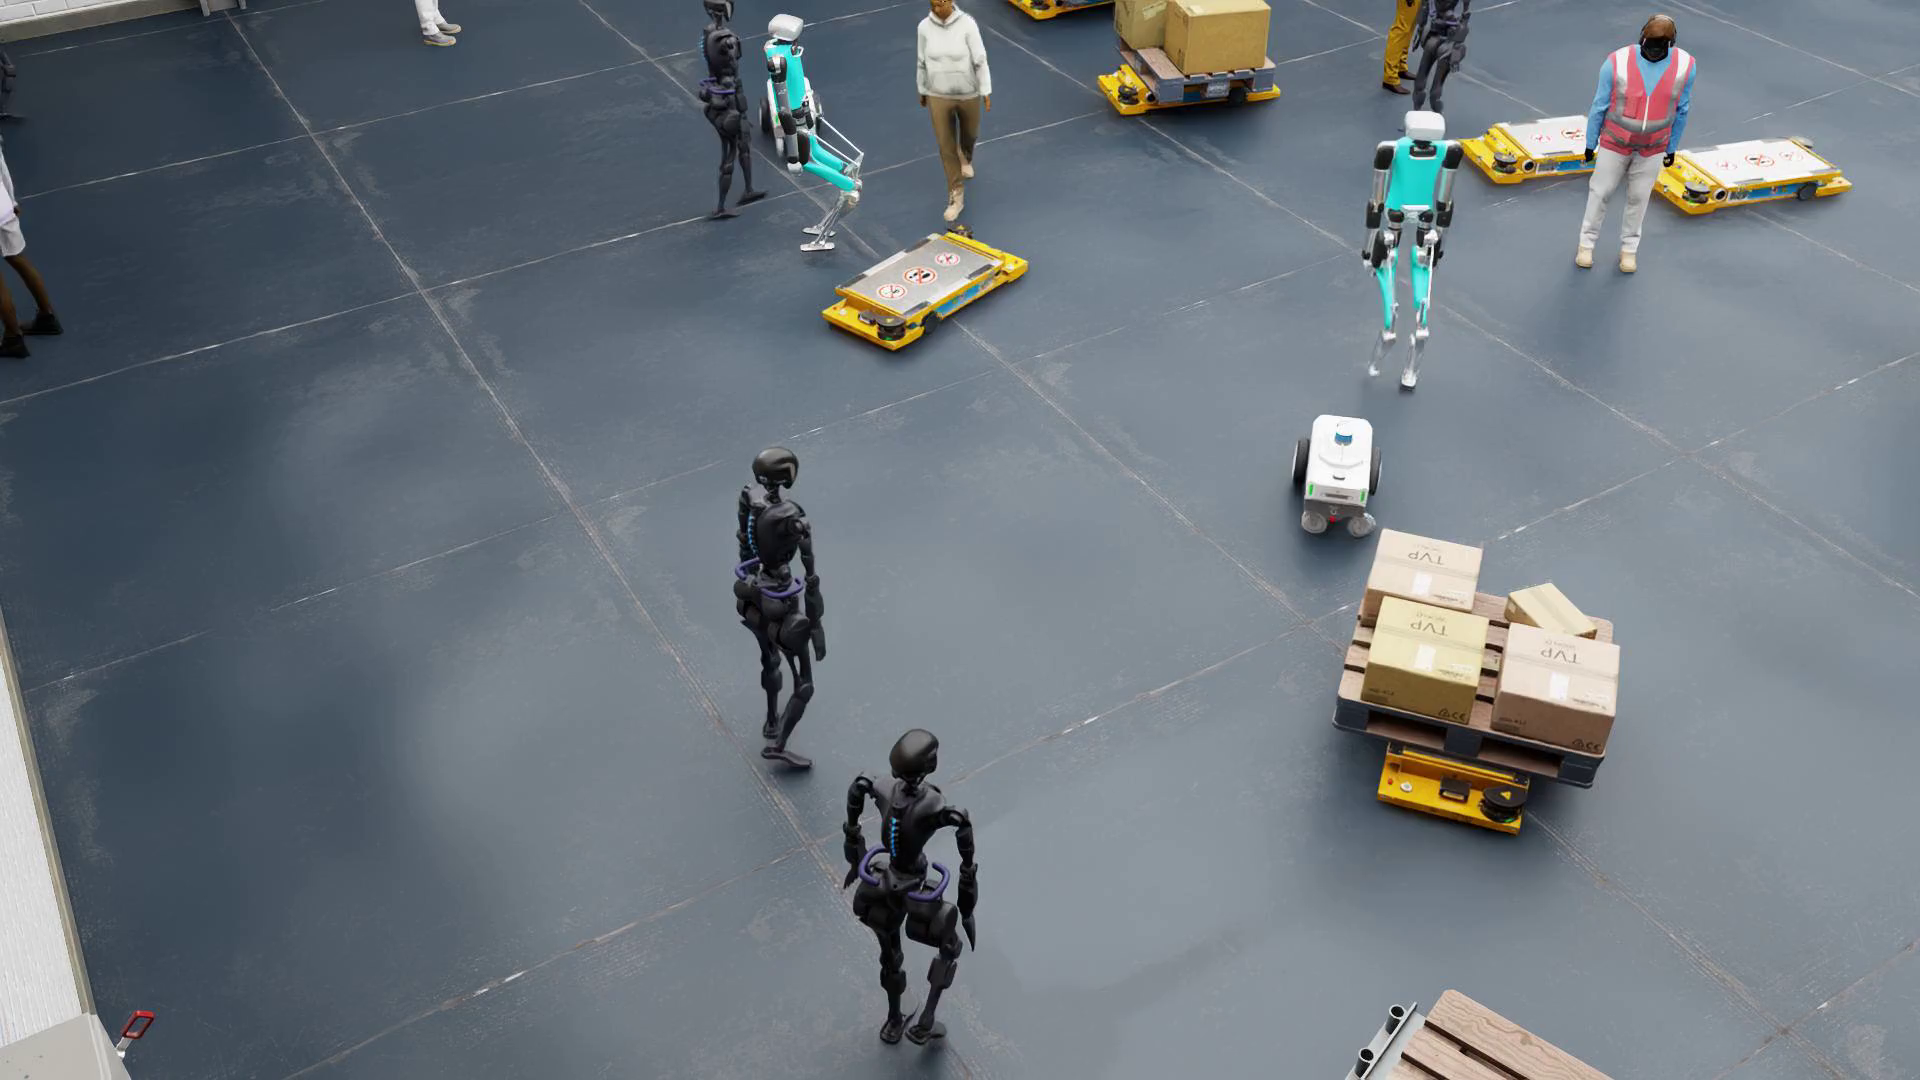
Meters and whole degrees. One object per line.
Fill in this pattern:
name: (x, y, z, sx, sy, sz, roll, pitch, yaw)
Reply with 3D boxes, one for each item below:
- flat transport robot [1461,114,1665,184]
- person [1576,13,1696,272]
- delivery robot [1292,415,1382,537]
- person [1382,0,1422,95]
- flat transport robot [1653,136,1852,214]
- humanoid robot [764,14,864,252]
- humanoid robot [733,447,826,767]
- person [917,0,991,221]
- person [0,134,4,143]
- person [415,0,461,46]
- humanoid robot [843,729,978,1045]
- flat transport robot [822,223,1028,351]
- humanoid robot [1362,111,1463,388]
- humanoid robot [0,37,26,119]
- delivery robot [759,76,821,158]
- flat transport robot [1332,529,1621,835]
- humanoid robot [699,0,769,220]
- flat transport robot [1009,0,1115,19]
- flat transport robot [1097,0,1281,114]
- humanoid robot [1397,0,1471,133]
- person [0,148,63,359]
flat transport robot: (4.792, -3.114, 13.221, 1.431, 0.231, 0.659, -8, 39, -10)
person: (4.636, -2.738, 11.494, 0.633, 1.830, 0.430, 7, 39, 9)
delivery robot: (2.187, -0.401, 9.572, 0.522, 0.600, 0.772, 8, 39, 10)
person: (3.835, -4.655, 13.967, 0.340, 1.758, 0.523, 18, 42, 21)
flat transport robot: (6.081, -2.822, 12.852, 1.431, 0.231, 0.659, -10, 39, -12)
humanoid robot: (-0.943, -2.798, 11.533, 0.735, 1.677, 0.533, 3, 39, 4)
humanoid robot: (-0.893, 0.317, 7.763, 0.467, 1.646, 0.598, -32, 48, -34)
person: (-0.035, -3.330, 12.329, 0.557, 1.725, 0.834, 4, 39, 5)
person: (-7.985, -3.982, 13.049, 0.373, 1.840, 0.569, -26, 45, -29)
person: (-4.793, -5.363, 14.759, 0.356, 1.884, 0.574, -2, 38, -2)
humanoid robot: (-0.218, 1.373, 6.428, 0.598, 1.647, 0.363, 15, 41, 18)
flat transport robot: (-0.227, -1.769, 11.524, 0.659, 0.231, 1.431, 28, 46, 30)
humanoid robot: (2.772, -1.678, 10.221, 0.534, 1.773, 0.776, -2, 38, -2)
humanoid robot: (-7.982, -4.198, 13.457, 0.375, 1.644, 0.601, -27, 46, -30)
delivery robot: (-1.363, -3.475, 13.455, 0.499, 0.606, 0.796, -6, 39, -8)
flat transport robot: (2.514, 0.826, 8.249, 0.659, 0.231, 1.431, 13, 40, 15)
humanoid robot: (-1.676, -3.193, 12.197, 0.592, 1.629, 0.596, -20, 42, -23)
flat transport robot: (1.201, -5.310, 15.992, 1.431, 0.231, 0.659, -17, 42, -21)
flat transport robot: (1.959, -3.922, 14.240, 1.431, 0.231, 0.659, -9, 39, -11)
humanoid robot: (3.816, -3.979, 13.188, 0.375, 1.654, 0.590, -17, 41, -20)
person: (-6.237, -2.083, 10.594, 0.376, 1.930, 0.570, 7, 39, 8)
